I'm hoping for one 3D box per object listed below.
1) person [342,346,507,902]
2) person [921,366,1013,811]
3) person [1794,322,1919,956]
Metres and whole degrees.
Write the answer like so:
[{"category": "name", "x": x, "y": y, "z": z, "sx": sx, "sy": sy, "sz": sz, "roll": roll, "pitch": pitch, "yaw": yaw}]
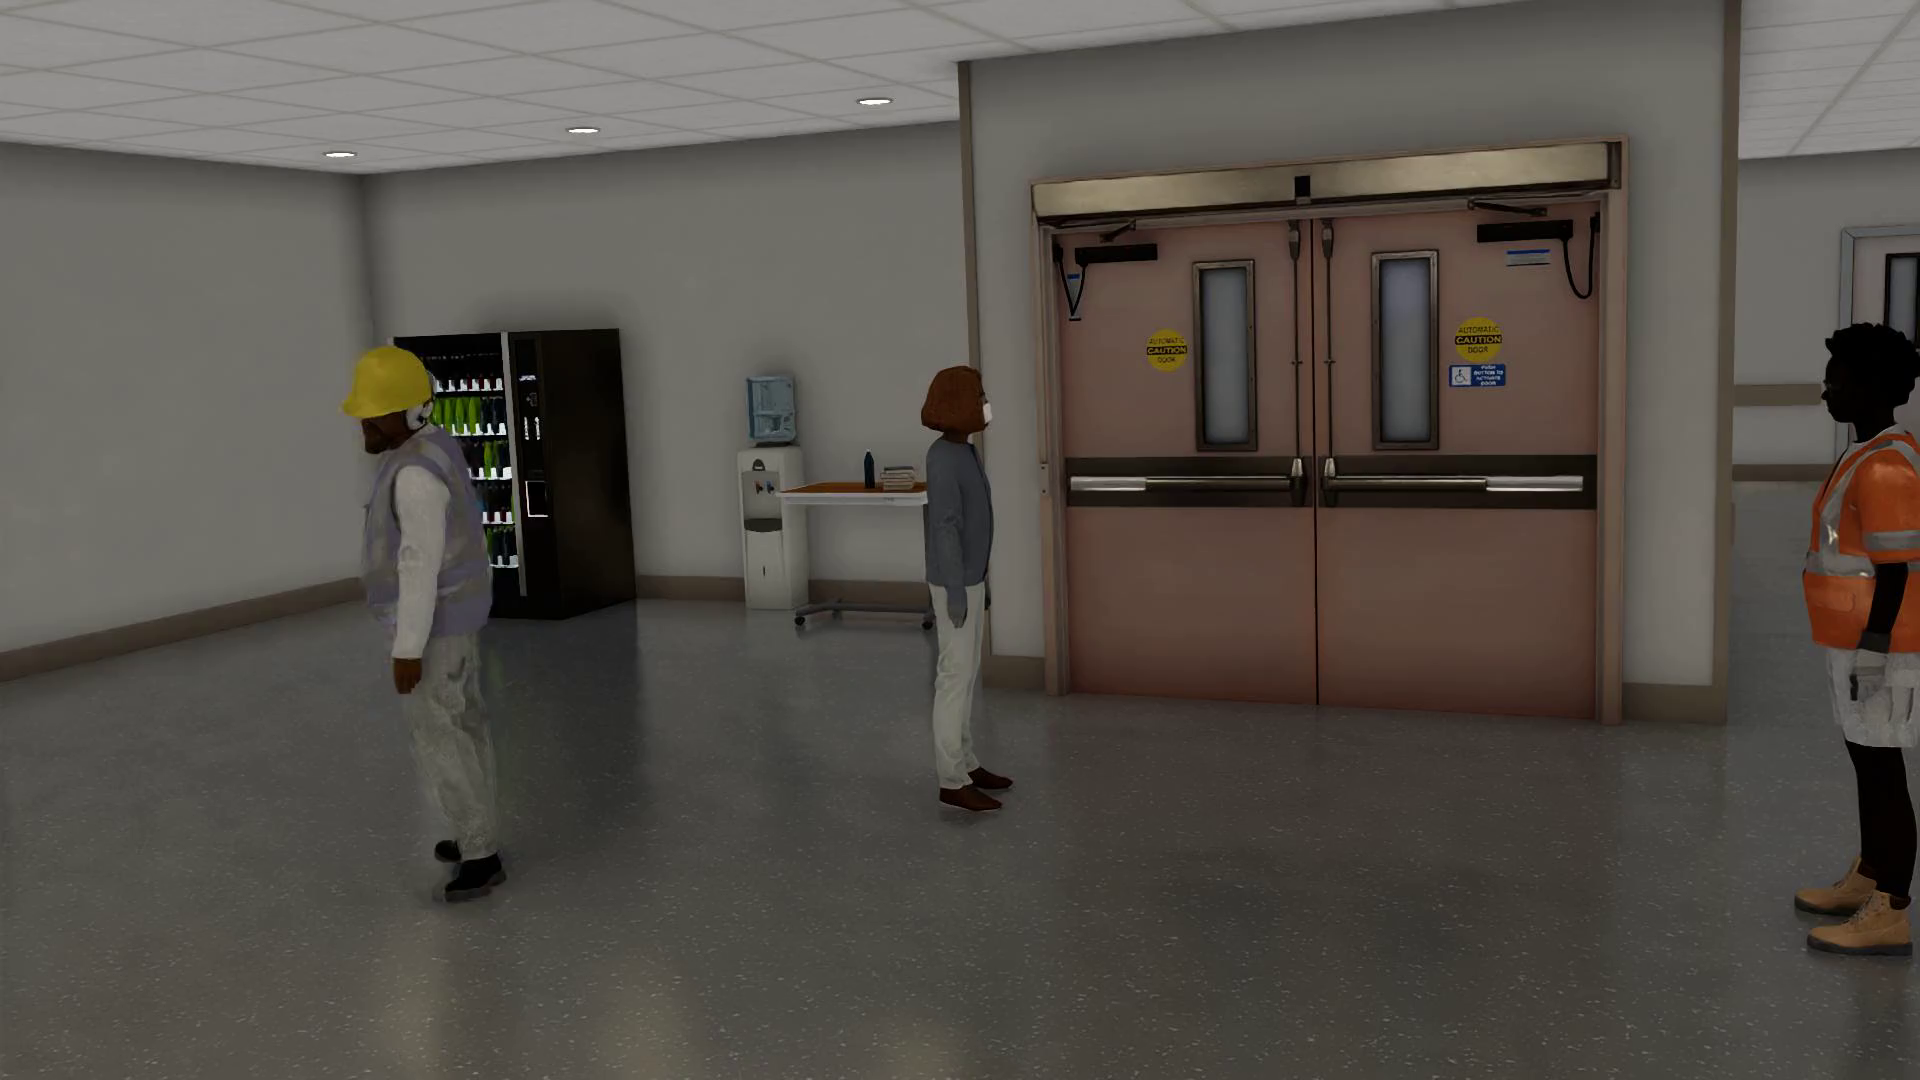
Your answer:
[{"category": "person", "x": -1.740, "y": 0.267, "z": 5.457, "sx": 0.407, "sy": 1.790, "sz": 0.644, "roll": -4, "pitch": 8, "yaw": -12}, {"category": "person", "x": 0.019, "y": 0.173, "z": 6.184, "sx": 0.280, "sy": 1.636, "sz": 0.501, "roll": -1, "pitch": 8, "yaw": 10}, {"category": "person", "x": 2.455, "y": 0.263, "z": 4.506, "sx": 0.316, "sy": 1.697, "sz": 0.540, "roll": 1, "pitch": 8, "yaw": 23}]
